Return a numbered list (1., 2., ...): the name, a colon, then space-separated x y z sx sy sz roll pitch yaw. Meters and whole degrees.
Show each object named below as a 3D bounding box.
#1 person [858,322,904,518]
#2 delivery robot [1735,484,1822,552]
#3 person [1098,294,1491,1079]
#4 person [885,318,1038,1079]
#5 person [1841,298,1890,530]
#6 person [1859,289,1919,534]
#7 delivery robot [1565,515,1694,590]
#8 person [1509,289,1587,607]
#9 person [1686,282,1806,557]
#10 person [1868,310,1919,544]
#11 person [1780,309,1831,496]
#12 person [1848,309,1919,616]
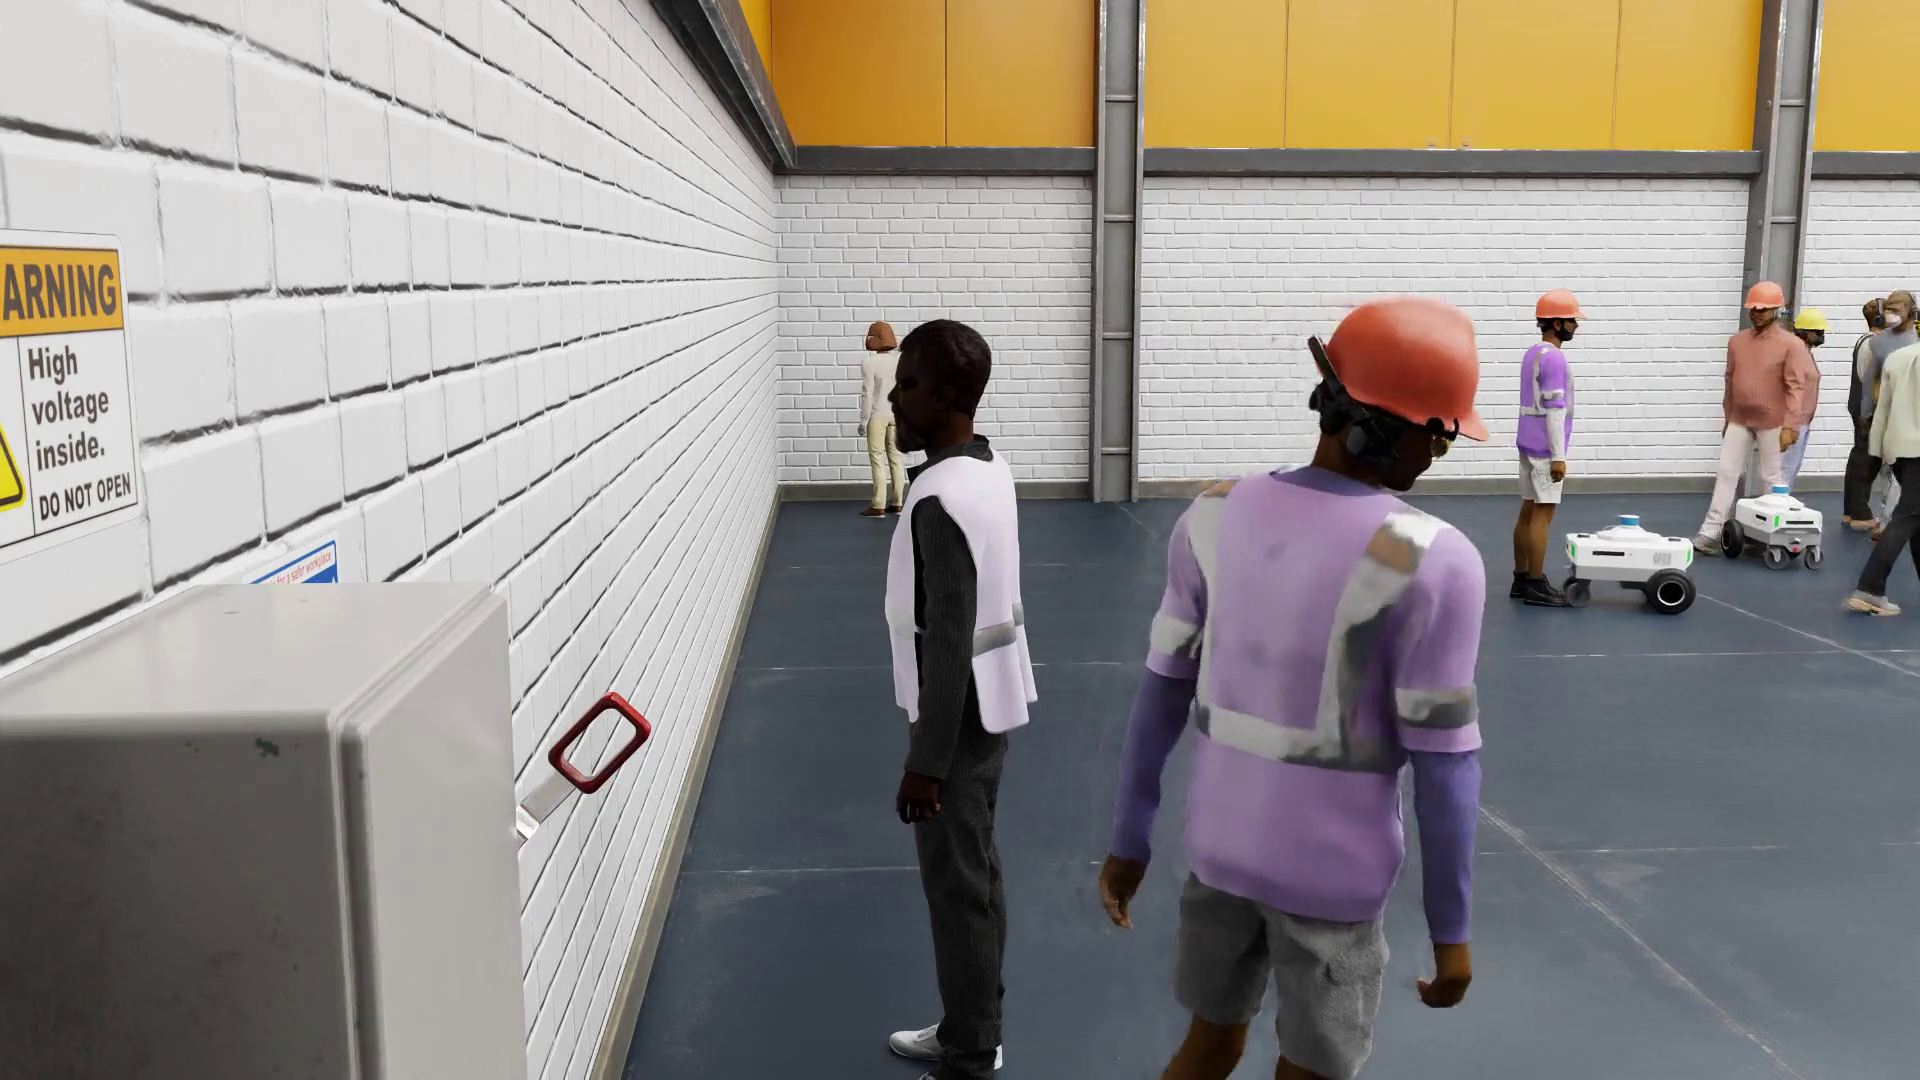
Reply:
1. person: -0.656 -1.006 13.938 0.273 1.636 0.507 8 12 41
2. delivery robot: 5.716 -0.144 11.621 0.477 0.478 0.707 0 9 3
3. person: 0.607 0.566 2.956 0.519 1.992 0.650 -8 12 -40
4. person: -0.015 0.434 4.008 0.391 1.922 0.593 1 9 7
5. person: 7.258 -0.997 13.232 0.345 1.847 0.508 3 9 16
6. person: 7.290 -0.974 12.856 0.477 1.917 0.659 -3 10 -20
7. delivery robot: 4.071 0.091 10.141 0.707 0.478 0.477 3 9 17
8. person: 3.612 -0.564 10.216 0.363 1.939 0.542 0 9 2
9. person: 5.596 -0.833 11.801 0.810 1.965 0.650 -6 11 -31
10. person: 7.014 -0.802 12.079 0.517 1.826 0.909 1 9 7
11. person: 6.504 -0.899 12.864 0.328 1.767 0.530 6 11 35
12. person: 5.733 -0.515 9.965 0.978 1.939 0.644 -2 9 -12
